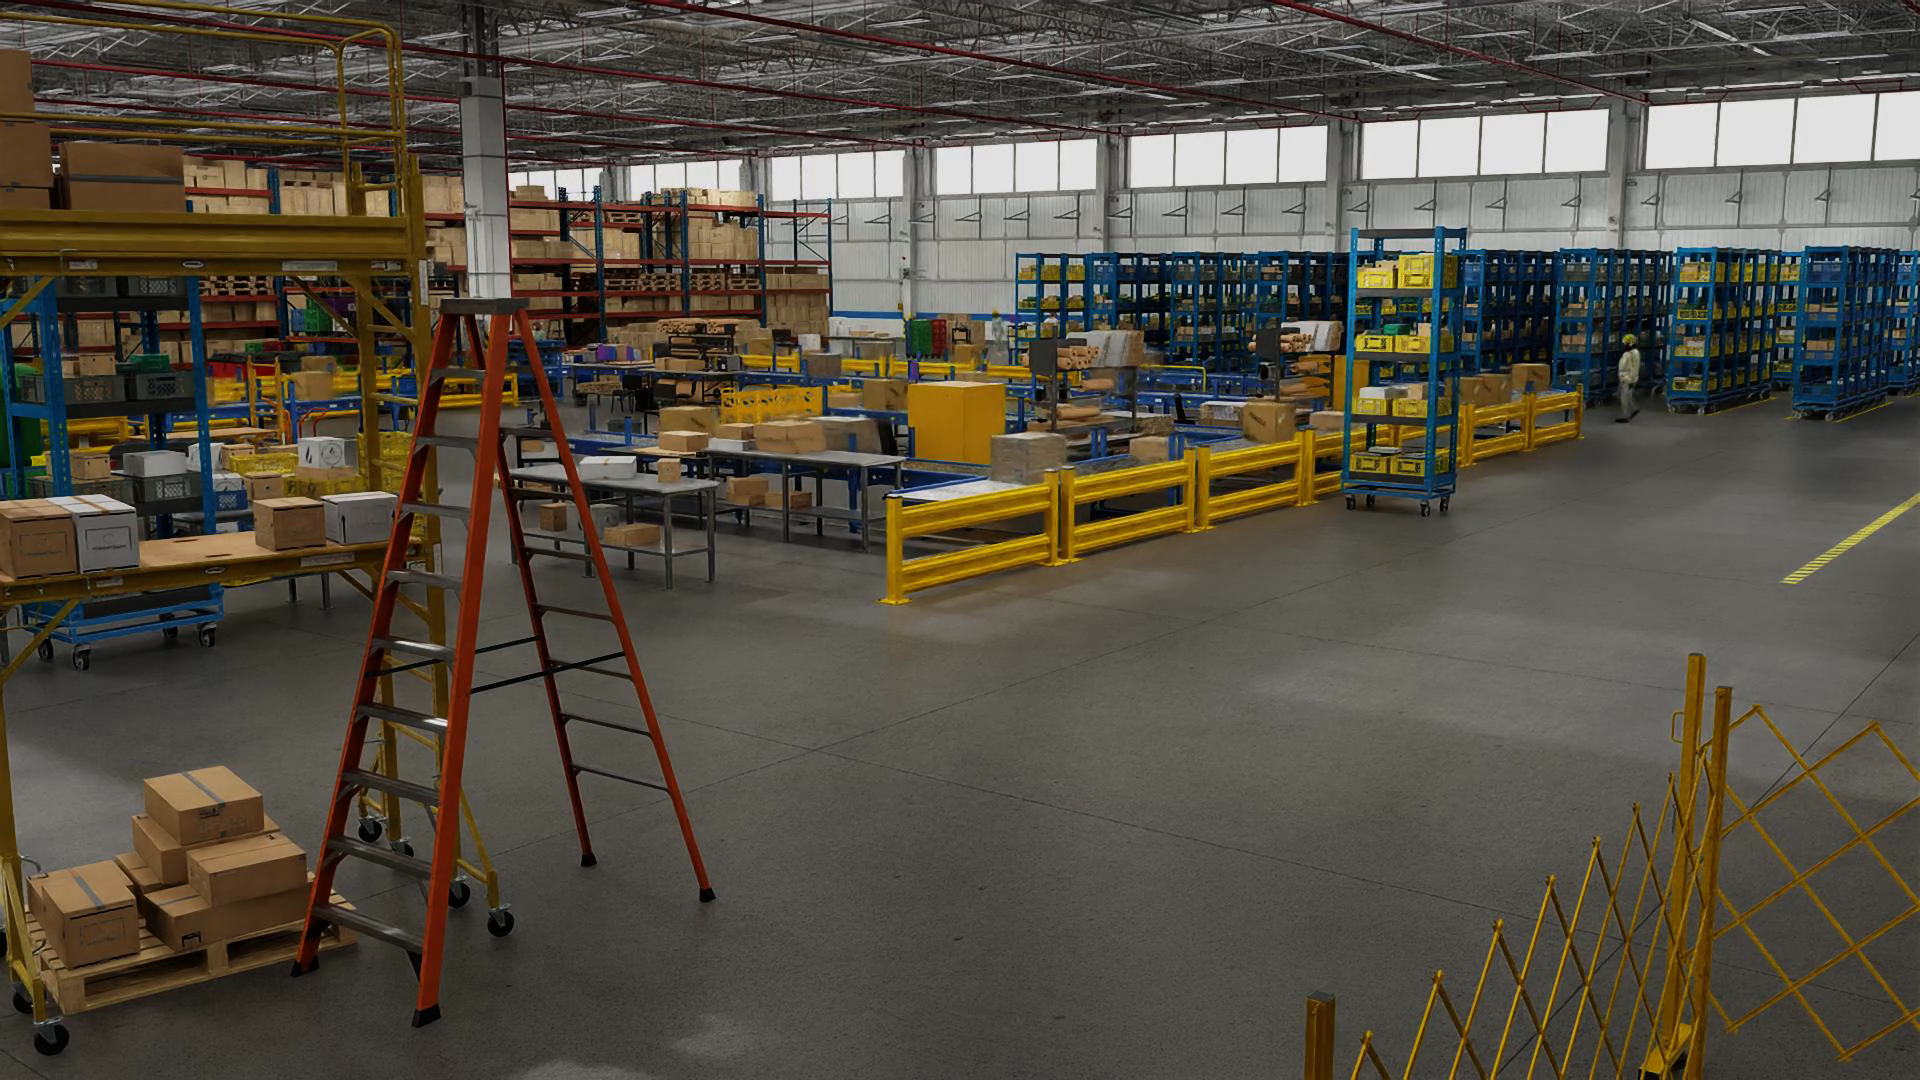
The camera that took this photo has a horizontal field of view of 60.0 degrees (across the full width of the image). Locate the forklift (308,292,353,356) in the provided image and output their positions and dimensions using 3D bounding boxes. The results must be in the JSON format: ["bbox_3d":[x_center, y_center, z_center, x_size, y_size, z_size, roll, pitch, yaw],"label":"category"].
[{"bbox_3d":[-17.798,-6.100,48.103,1.129,2.768,1.873,7,11,37],"label":"forklift"}]

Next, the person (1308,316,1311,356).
[{"bbox_3d":[10.428,-5.982,50.225,0.634,1.963,0.840,0,9,1],"label":"person"}]

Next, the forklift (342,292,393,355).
[{"bbox_3d":[-16.485,-5.622,45.120,1.129,2.768,1.873,7,11,37],"label":"forklift"}]

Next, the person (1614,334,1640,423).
[{"bbox_3d":[13.551,-3.269,33.721,0.431,1.818,0.617,0,9,3],"label":"person"}]

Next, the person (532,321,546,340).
[{"bbox_3d":[-12.497,-5.665,49.265,0.497,1.633,0.278,3,10,18],"label":"person"}]

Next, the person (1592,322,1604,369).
[{"bbox_3d":[16.686,-4.859,43.637,0.450,1.830,0.566,7,11,35],"label":"person"}]

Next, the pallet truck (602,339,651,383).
[{"bbox_3d":[-8.991,-4.871,45.351,0.653,1.274,1.630,7,11,37],"label":"pallet truck"}]

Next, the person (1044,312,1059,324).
[{"bbox_3d":[2.922,-6.283,52.277,0.643,1.910,0.400,9,13,44],"label":"person"}]

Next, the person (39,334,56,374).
[{"bbox_3d":[-20.758,-3.826,37.695,0.542,1.662,0.805,7,11,36],"label":"person"}]

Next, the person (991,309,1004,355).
[{"bbox_3d":[1.397,-7.688,61.634,0.641,1.705,0.502,-6,11,-32],"label":"person"}]

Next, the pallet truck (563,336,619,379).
[{"bbox_3d":[-10.690,-5.294,48.215,1.601,1.201,0.680,-5,10,-26],"label":"pallet truck"}]
